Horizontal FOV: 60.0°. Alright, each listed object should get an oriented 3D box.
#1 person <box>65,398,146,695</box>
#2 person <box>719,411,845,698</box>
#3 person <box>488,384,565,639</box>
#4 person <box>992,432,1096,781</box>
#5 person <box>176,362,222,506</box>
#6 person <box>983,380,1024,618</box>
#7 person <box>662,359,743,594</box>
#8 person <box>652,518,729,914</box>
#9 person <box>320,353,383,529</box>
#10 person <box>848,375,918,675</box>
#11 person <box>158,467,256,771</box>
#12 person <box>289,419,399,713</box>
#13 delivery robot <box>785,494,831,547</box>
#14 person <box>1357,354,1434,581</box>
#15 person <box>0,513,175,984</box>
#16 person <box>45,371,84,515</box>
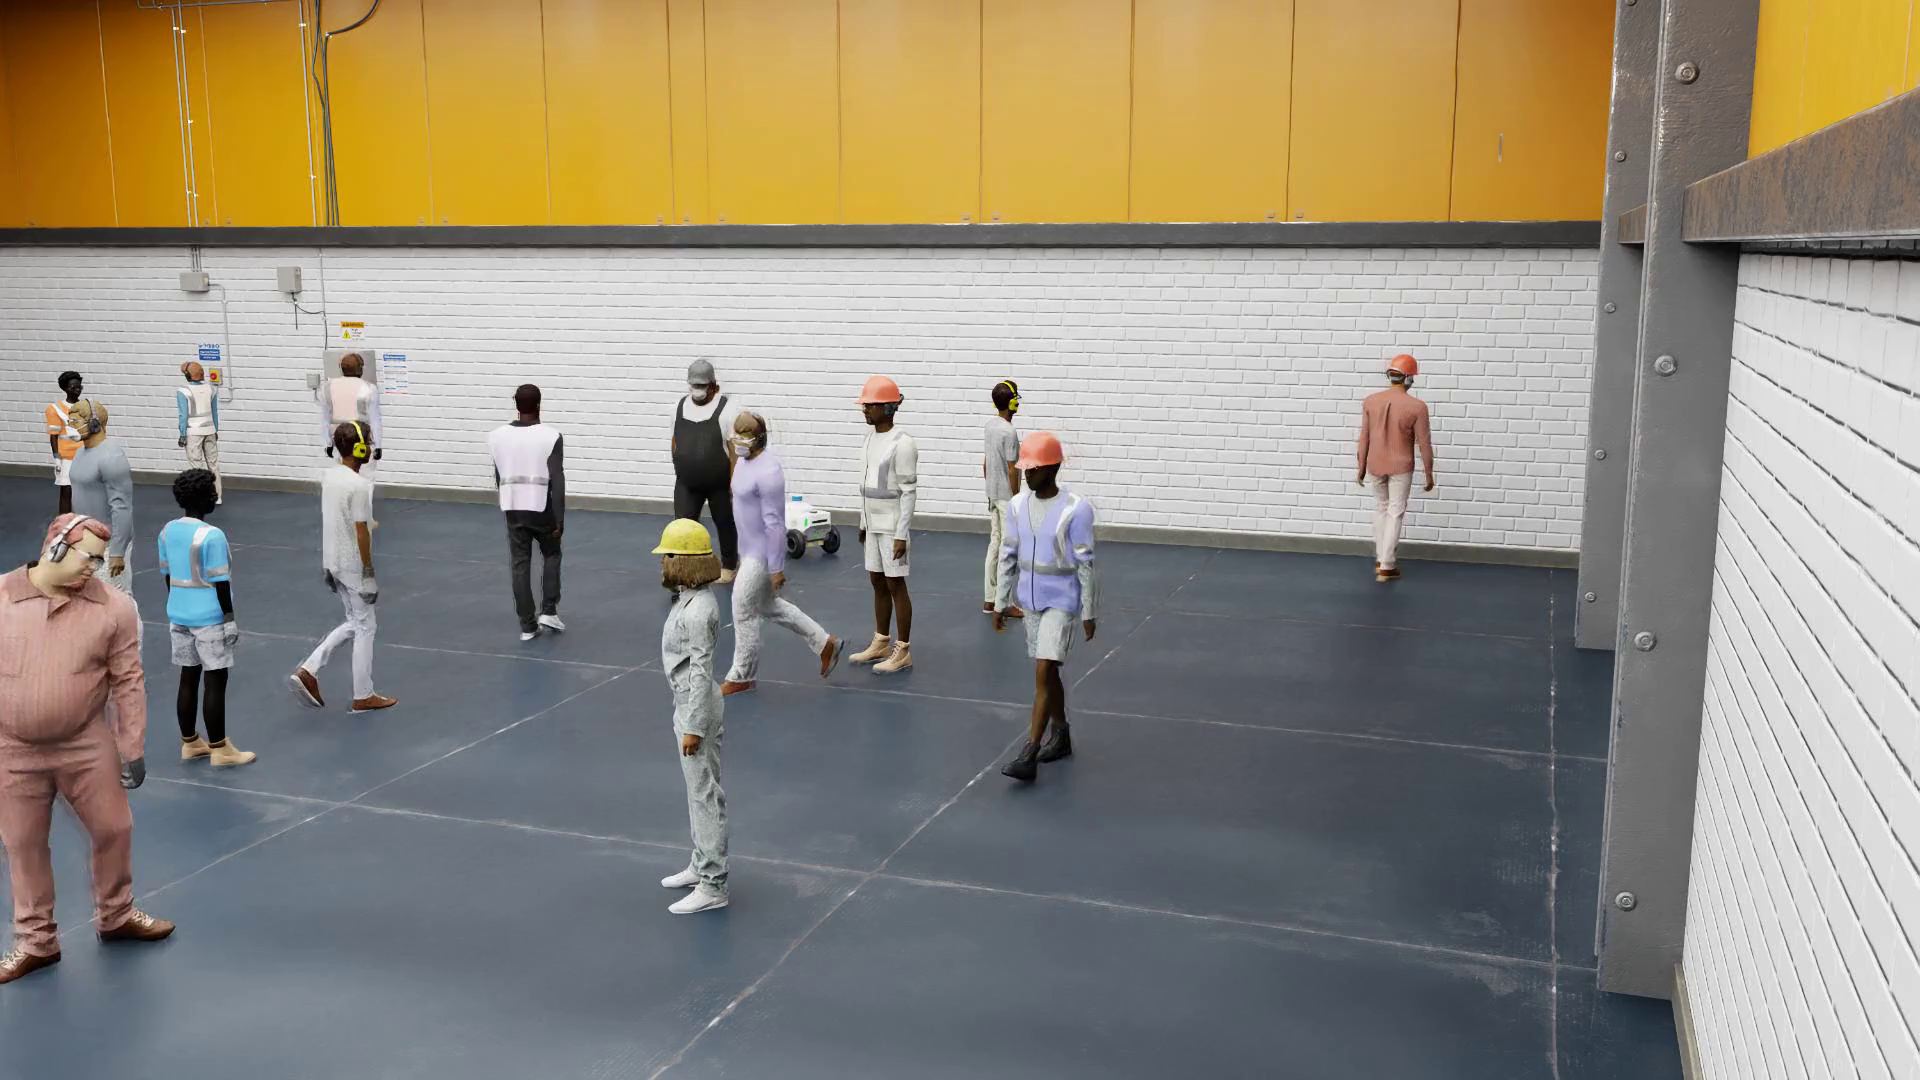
[{"bbox_3d":[-5.610,0.040,10.884,0.633,1.939,0.368,9,13,41],"label":"person"},{"bbox_3d":[-1.195,0.088,10.760,0.881,1.896,0.664,-4,11,-20],"label":"person"},{"bbox_3d":[-3.220,-0.210,12.448,0.587,1.891,0.552,1,10,3],"label":"person"},{"bbox_3d":[0.396,0.363,9.165,0.566,1.899,0.895,9,13,40],"label":"person"},{"bbox_3d":[-8.476,-1.166,18.526,0.307,1.636,0.525,4,11,24],"label":"person"},{"bbox_3d":[0.365,-0.321,13.093,0.317,1.876,0.531,-4,11,-23],"label":"person"},{"bbox_3d":[-2.165,-0.579,14.080,0.696,2.000,1.039,2,10,12],"label":"person"},{"bbox_3d":[-1.189,0.767,7.342,0.294,1.744,0.487,-2,10,-14],"label":"person"},{"bbox_3d":[-6.182,-0.989,16.964,0.636,1.831,0.528,1,10,5],"label":"person"},{"bbox_3d":[-0.530,-0.103,11.389,0.381,2.045,0.605,-6,12,-31],"label":"person"},{"bbox_3d":[-4.237,0.439,9.317,0.540,1.695,0.317,6,12,32],"label":"person"},{"bbox_3d":[-3.831,0.187,10.299,0.547,1.853,0.528,-10,14,-43],"label":"person"},{"bbox_3d":[-1.547,-0.190,15.808,0.477,0.478,0.707,-9,13,-41],"label":"delivery robot"},{"bbox_3d":[3.877,-0.641,14.588,0.659,1.976,0.675,9,14,42],"label":"person"},{"bbox_3d":[-3.624,0.828,6.659,0.726,1.874,0.402,-6,11,-29],"label":"person"},{"bbox_3d":[-8.699,-0.817,16.386,0.320,1.698,0.531,6,12,30],"label":"person"}]
